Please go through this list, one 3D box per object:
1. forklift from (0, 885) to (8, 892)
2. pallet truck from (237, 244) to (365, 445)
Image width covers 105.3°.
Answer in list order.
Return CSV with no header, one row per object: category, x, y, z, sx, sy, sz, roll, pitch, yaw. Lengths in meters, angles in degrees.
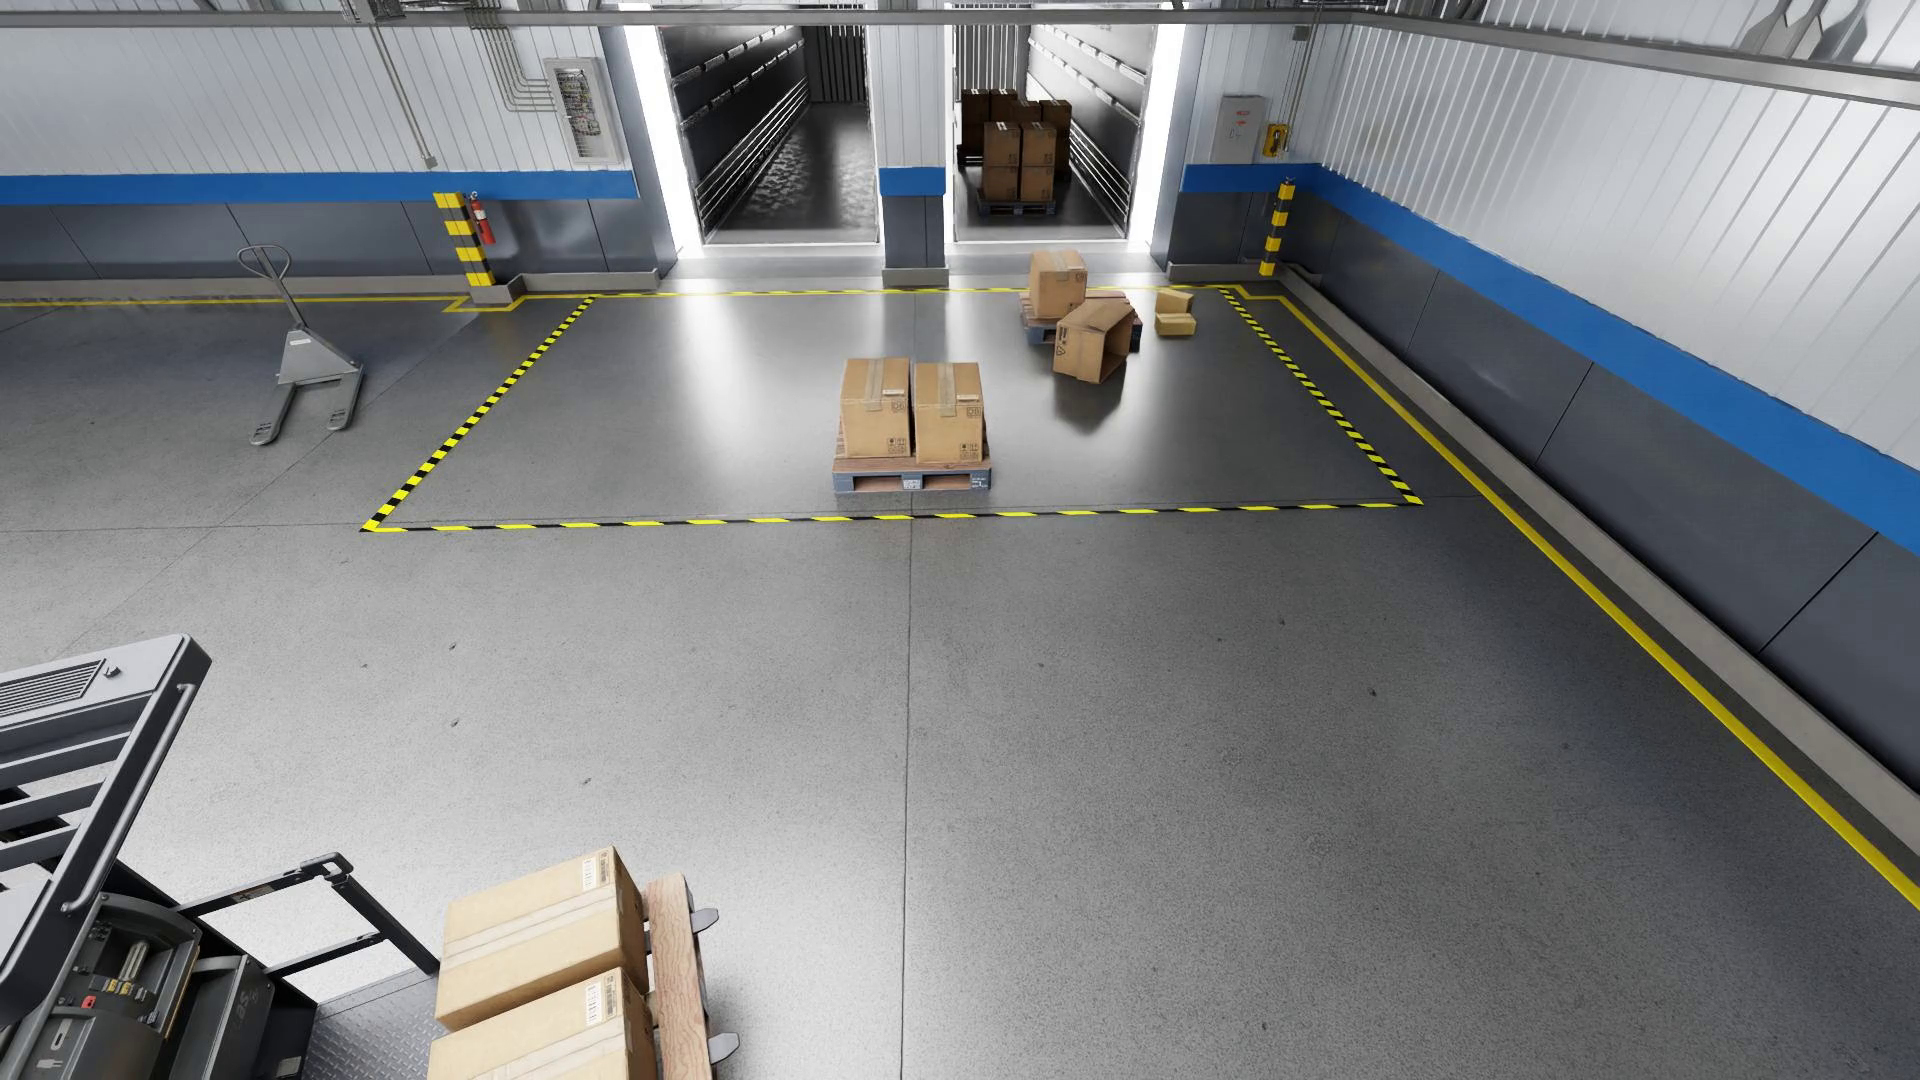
forklift,-2.319,1.487,1.663,0.776,2.013,0.716,-15,41,-18
pallet truck,-5.915,-1.733,6.366,0.680,1.201,1.601,-18,42,-21
